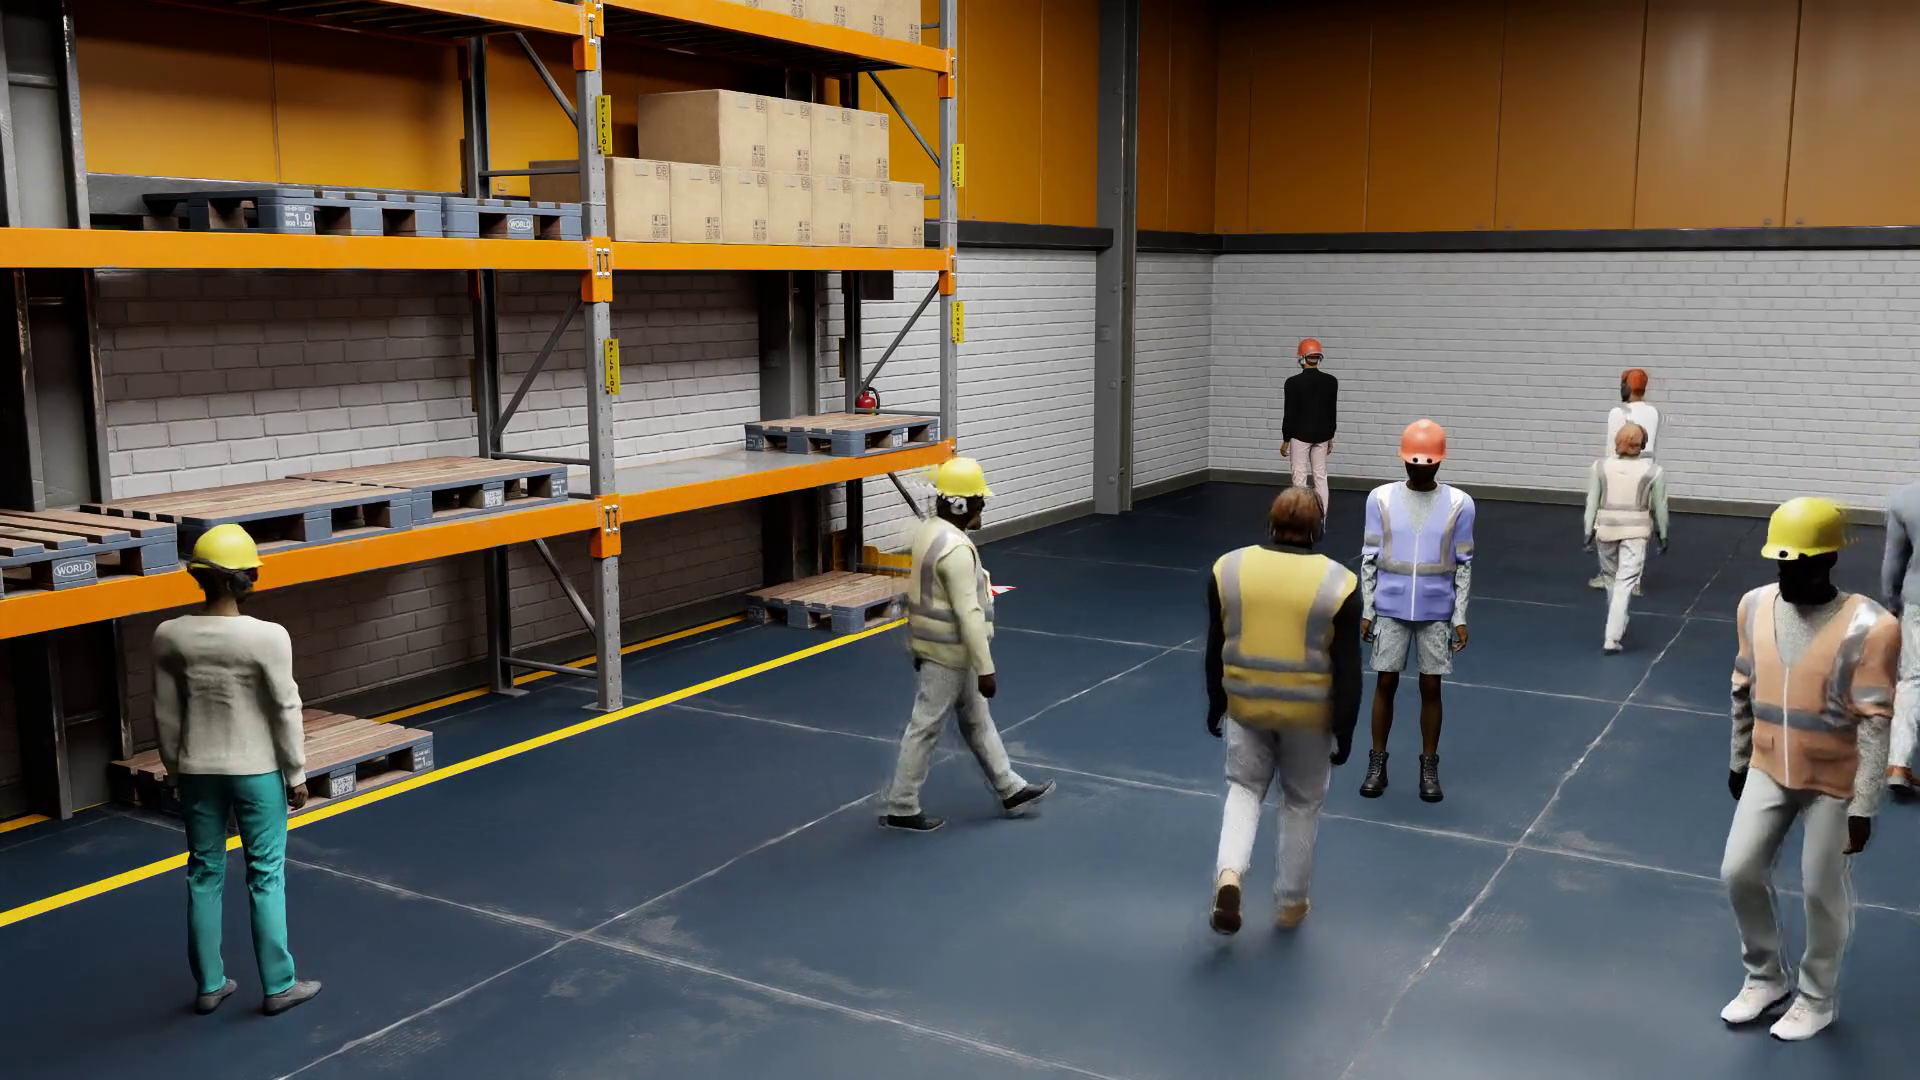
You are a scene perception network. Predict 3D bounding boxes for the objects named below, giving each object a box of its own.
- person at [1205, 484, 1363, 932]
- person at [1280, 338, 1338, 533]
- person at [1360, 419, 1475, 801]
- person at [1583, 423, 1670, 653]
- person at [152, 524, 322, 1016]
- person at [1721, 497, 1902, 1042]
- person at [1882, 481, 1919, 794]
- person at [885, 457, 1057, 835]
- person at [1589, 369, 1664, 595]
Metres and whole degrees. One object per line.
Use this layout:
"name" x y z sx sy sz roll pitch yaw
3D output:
"person" 1.265 0.690 6.589 0.645 1.827 0.619 4 10 25
"person" 3.529 -1.041 16.864 0.611 1.995 0.380 -3 10 -20
"person" 2.283 0.353 8.355 0.543 1.932 0.370 3 10 17
"person" 4.725 -0.027 11.771 0.543 1.585 0.872 7 11 36
"person" -2.590 0.822 5.954 0.532 1.765 0.328 1 9 5
"person" 2.864 0.794 5.679 0.506 1.901 0.622 -6 11 -32
"person" 5.023 0.356 8.504 1.022 1.894 0.639 -9 13 -44
"person" 0.057 0.506 7.828 0.908 1.783 0.624 -2 9 -10
"person" 5.497 -0.486 13.796 0.606 1.864 0.571 -4 10 -24
